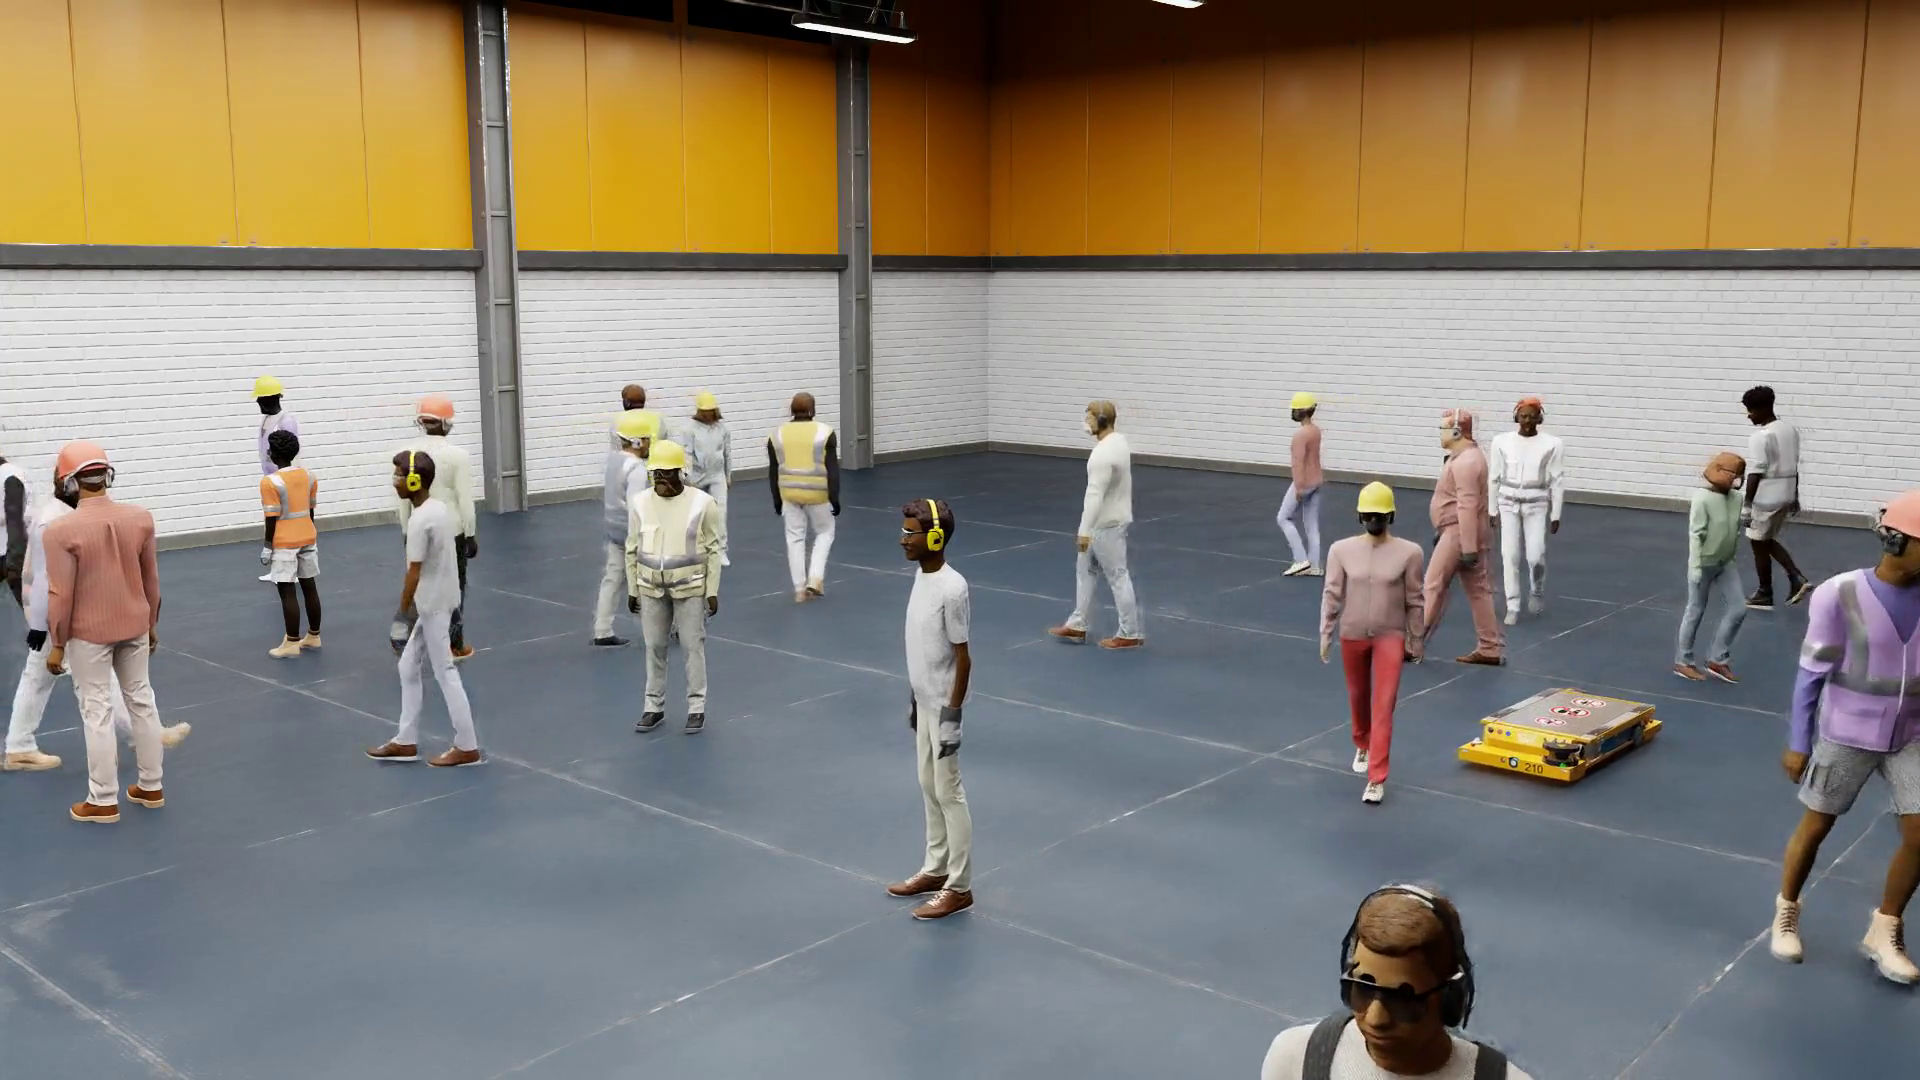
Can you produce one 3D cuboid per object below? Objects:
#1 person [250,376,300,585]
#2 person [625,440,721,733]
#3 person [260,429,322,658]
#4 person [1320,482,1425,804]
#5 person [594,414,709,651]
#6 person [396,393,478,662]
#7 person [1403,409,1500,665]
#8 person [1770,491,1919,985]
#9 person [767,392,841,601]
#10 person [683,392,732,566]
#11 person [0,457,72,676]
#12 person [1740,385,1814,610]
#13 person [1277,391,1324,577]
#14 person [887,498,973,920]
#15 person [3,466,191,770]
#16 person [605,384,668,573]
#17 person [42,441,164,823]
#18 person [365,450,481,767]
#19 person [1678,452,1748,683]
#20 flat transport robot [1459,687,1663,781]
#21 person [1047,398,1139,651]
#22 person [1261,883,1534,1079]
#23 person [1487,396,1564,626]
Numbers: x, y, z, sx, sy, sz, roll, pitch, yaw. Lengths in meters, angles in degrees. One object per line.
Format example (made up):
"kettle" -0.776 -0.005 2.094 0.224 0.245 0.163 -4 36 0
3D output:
"person" -6.247 -0.544 15.249 0.383 1.921 0.585 -8 12 -43
"person" -1.782 0.290 10.288 0.601 1.830 0.403 1 9 7
"person" -4.980 0.028 12.358 0.319 1.697 0.532 3 10 18
"person" 2.272 0.525 9.179 0.542 1.718 0.923 4 10 22
"person" -2.401 -0.062 12.629 0.912 1.782 0.623 -6 11 -33
"person" -3.812 -0.064 12.031 0.612 1.982 0.606 3 10 20
"person" 3.525 -0.018 12.111 0.949 1.865 0.642 4 10 25
"person" 3.687 0.779 6.688 0.712 1.998 0.695 0 9 0
"person" -1.341 -0.370 14.442 0.656 1.828 0.452 2 9 12
"person" -2.515 -0.634 16.527 0.486 1.708 0.851 -3 9 -16
"person" -6.563 0.083 11.506 0.600 1.871 1.004 5 11 31
"person" 6.831 -0.338 13.956 0.694 1.920 0.492 -7 11 -35
"person" 3.224 -0.513 15.610 0.433 1.753 0.531 7 11 37
"person" -0.117 0.738 7.359 0.329 1.871 0.513 -3 10 -20
"person" -5.042 0.429 9.569 1.031 1.778 0.651 -4 10 -25
"person" -3.069 -0.547 15.581 0.662 1.814 0.757 -8 12 -42
"person" -4.461 0.474 8.658 0.393 1.985 0.611 5 10 29
"person" -3.147 0.409 9.497 0.795 1.841 0.563 -1 9 -6
"person" 5.258 0.201 11.514 0.537 1.610 0.564 -4 10 -26
"flat transport robot" 3.600 1.130 9.900 0.652 0.197 1.431 8 12 41
"person" 0.977 -0.108 12.534 0.861 1.906 0.666 2 9 13
"person" 0.718 1.471 2.865 0.518 1.826 0.543 7 11 36
"person" 4.596 -0.243 13.543 0.576 1.872 0.467 5 10 28
